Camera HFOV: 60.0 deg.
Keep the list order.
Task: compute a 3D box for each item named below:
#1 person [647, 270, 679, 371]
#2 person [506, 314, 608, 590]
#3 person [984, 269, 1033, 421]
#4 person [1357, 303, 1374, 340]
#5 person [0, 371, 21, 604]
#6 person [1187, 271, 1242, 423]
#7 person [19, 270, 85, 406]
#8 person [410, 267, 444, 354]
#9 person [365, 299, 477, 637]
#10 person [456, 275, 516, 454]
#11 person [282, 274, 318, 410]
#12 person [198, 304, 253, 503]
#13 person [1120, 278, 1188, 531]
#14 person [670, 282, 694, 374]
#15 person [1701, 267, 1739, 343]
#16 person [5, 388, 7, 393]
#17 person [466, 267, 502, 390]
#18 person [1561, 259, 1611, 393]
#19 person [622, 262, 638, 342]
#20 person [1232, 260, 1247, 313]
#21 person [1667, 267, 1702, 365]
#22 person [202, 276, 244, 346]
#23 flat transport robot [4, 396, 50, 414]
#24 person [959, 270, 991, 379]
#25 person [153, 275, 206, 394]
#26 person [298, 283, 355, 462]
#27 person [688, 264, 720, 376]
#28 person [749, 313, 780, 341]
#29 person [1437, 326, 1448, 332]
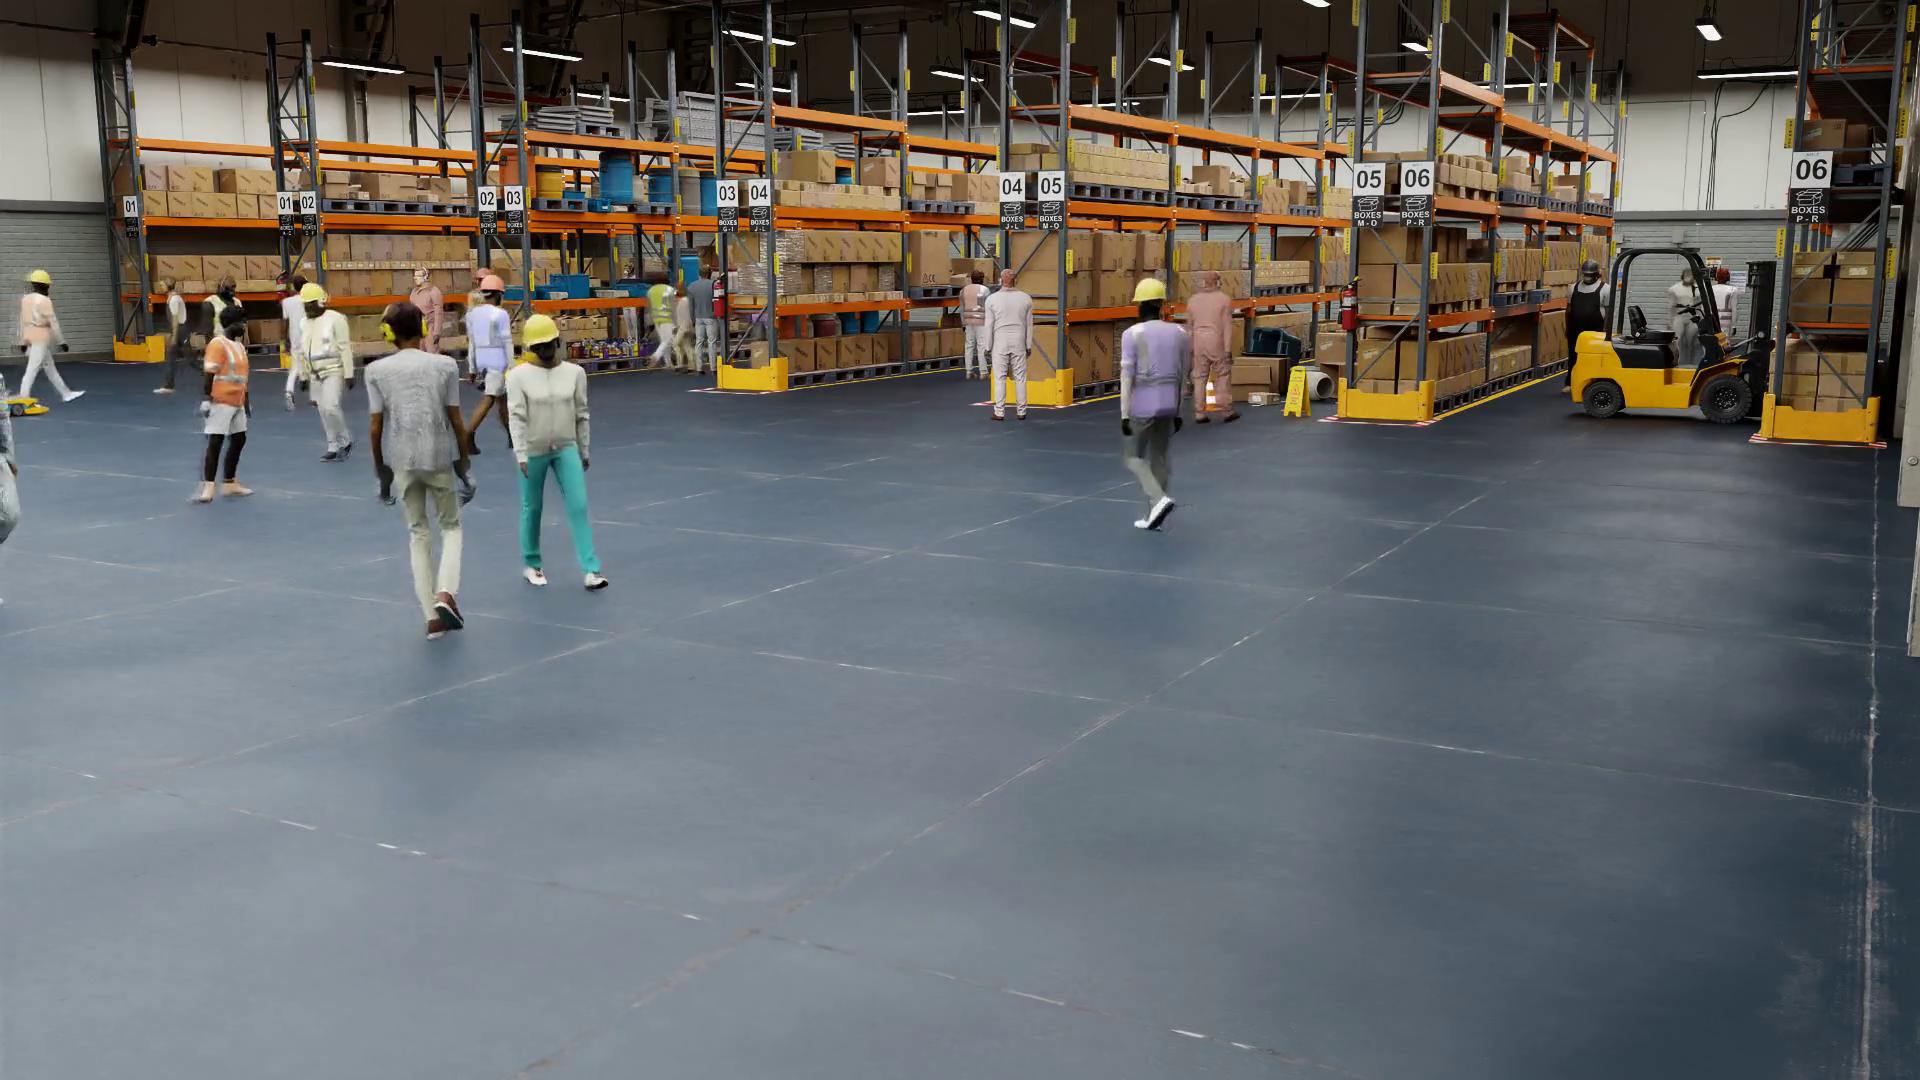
[{"bbox_3d":[-5.338,-3.919,29.832,0.631,1.824,0.771,7,12,34],"label":"person"},{"bbox_3d":[-2.513,-0.525,10.277,0.536,1.713,0.869,-6,11,-30],"label":"person"},{"bbox_3d":[0.607,-2.461,21.038,0.636,1.911,0.404,-2,10,-12],"label":"person"},{"bbox_3d":[8.926,-5.065,36.433,0.510,1.860,0.333,2,10,12],"label":"person"},{"bbox_3d":[-5.885,-0.475,9.906,0.403,1.729,0.508,6,11,32],"label":"person"},{"bbox_3d":[3.192,-2.408,20.774,0.677,1.882,0.766,7,12,37],"label":"person"},{"bbox_3d":[-12.608,-2.763,22.906,0.601,1.867,1.014,7,12,35],"label":"person"},{"bbox_3d":[-8.032,-3.128,24.944,0.642,1.909,0.410,6,11,30],"label":"person"},{"bbox_3d":[-2.915,-0.380,9.033,0.550,1.846,0.412,-2,10,-12],"label":"person"},{"bbox_3d":[-4.990,-1.857,17.595,0.563,1.888,1.015,6,11,32],"label":"person"},{"bbox_3d":[-8.982,-2.695,22.639,0.524,1.841,0.885,0,10,-2],"label":"person"},{"bbox_3d":[-6.259,-1.157,14.105,0.355,1.664,0.686,1,10,5],"label":"person"},{"bbox_3d":[1.459,-0.990,12.406,0.593,1.910,0.540,-5,11,-27],"label":"person"},{"bbox_3d":[-4.950,-3.722,29.289,0.575,1.616,0.516,-2,10,-11],"label":"person"},{"bbox_3d":[12.558,-3.553,27.502,0.576,1.884,0.354,9,13,42],"label":"person"},{"bbox_3d":[-13.981,-2.833,23.354,0.598,1.872,0.974,6,12,33],"label":"person"},{"bbox_3d":[-7.233,-3.214,25.454,0.552,1.915,0.847,-9,13,-44],"label":"person"},{"bbox_3d":[9.421,-3.210,25.033,0.679,2.000,0.537,7,12,36],"label":"person"},{"bbox_3d":[-7.116,-5.036,36.022,0.628,1.940,0.373,9,13,42],"label":"person"},{"bbox_3d":[6.297,-5.218,36.955,0.622,1.993,1.075,7,12,36],"label":"person"},{"bbox_3d":[12.551,-3.765,28.748,0.646,1.891,0.996,5,11,25],"label":"person"},{"bbox_3d":[-9.870,-2.616,22.250,0.710,1.815,0.637,4,11,25],"label":"person"},{"bbox_3d":[-12.631,-1.711,21.431,0.652,0.197,1.431,7,12,37],"label":"flat transport robot"},{"bbox_3d":[0.296,-3.641,28.137,0.619,1.845,0.430,7,12,36],"label":"person"},{"bbox_3d":[-11.703,-3.099,25.107,0.917,1.811,0.500,-7,12,-34],"label":"person"},{"bbox_3d":[-6.392,-1.674,16.725,0.625,1.808,0.434,5,11,26],"label":"person"},{"bbox_3d":[-4.399,-3.809,28.841,0.630,1.940,0.370,3,10,16],"label":"person"},{"bbox_3d":[-3.390,-3.854,28.861,0.635,2.020,0.450,3,10,16],"label":"person"},{"bbox_3d":[11.343,-5.567,39.062,0.721,1.967,0.506,-4,10,-20],"label":"person"}]
